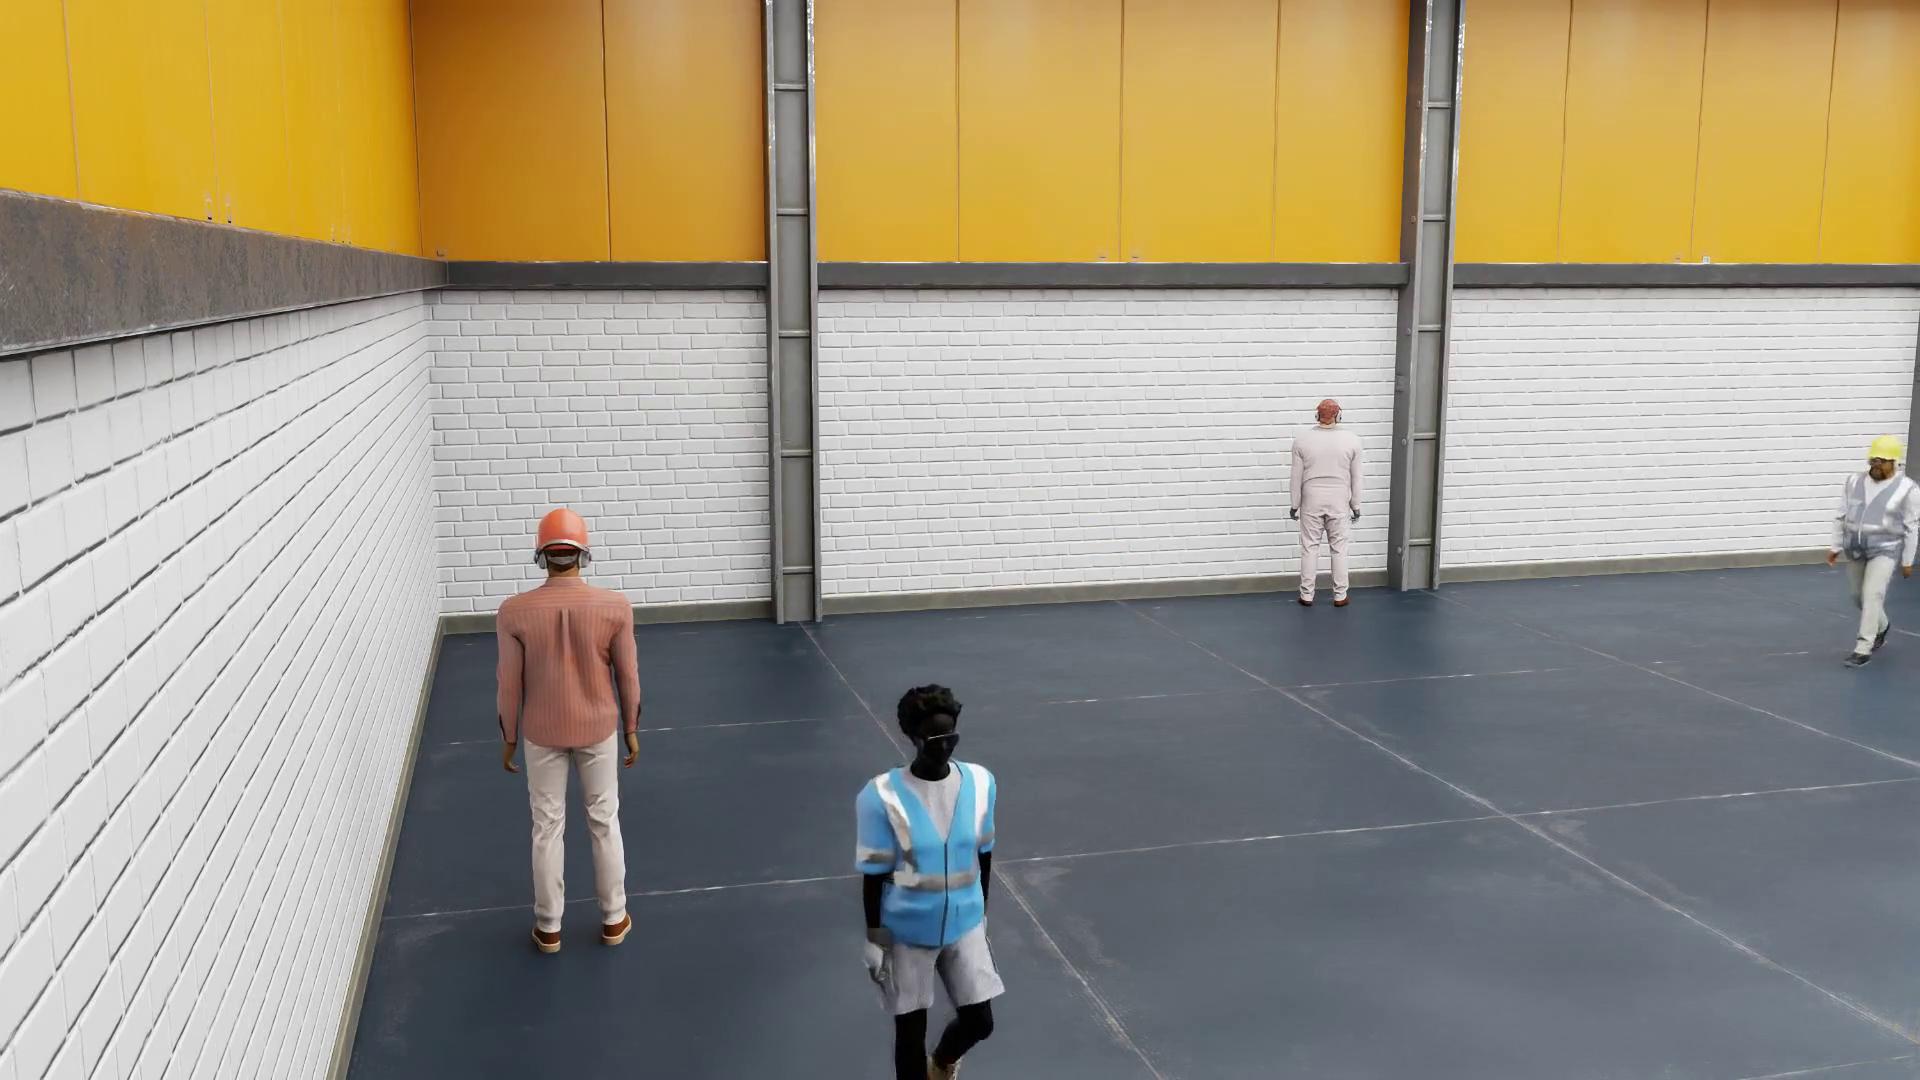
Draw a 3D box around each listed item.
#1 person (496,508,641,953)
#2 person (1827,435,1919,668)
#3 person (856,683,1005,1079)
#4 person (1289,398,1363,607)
[{"bbox_3d":[-1.748,0.850,7.466,0.623,1.990,0.397,-2,9,-15],"label":"person"},{"bbox_3d":[7.172,0.062,12.993,0.834,1.803,0.595,-6,11,-31],"label":"person"},{"bbox_3d":[-0.106,1.303,5.603,0.538,1.684,0.389,-4,10,-23],"label":"person"},{"bbox_3d":[3.327,-0.337,15.141,0.654,1.906,0.408,2,9,11],"label":"person"}]
